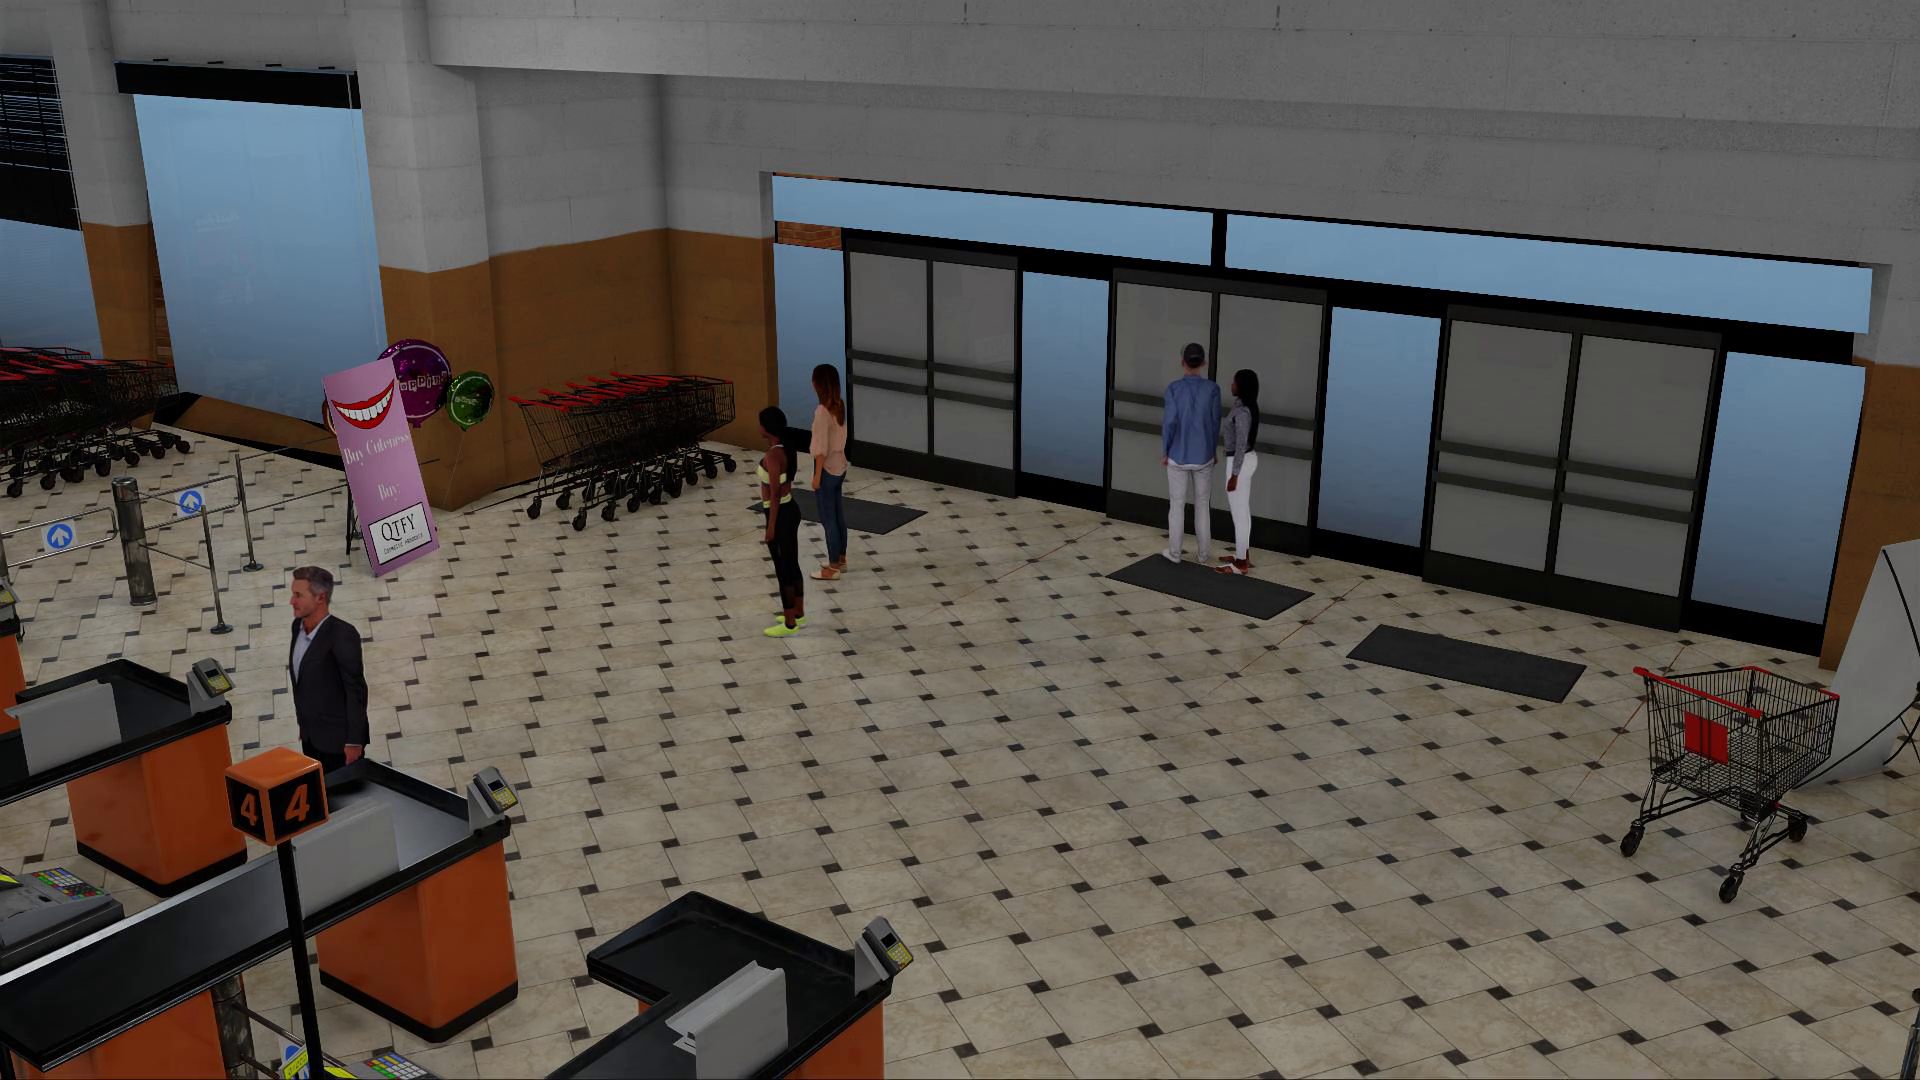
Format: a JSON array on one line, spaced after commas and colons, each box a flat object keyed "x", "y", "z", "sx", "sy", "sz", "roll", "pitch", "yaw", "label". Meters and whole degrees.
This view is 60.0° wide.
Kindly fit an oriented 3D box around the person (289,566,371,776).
[{"x": -3.354, "y": 0.997, "z": 8.856, "sx": 0.706, "sy": 1.842, "sz": 0.586, "roll": 13, "pitch": 23, "yaw": 34, "label": "person"}]

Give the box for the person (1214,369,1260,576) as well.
[{"x": 2.310, "y": -0.571, "z": 13.691, "sx": 0.706, "sy": 1.724, "sz": 0.550, "roll": 6, "pitch": 20, "yaw": 17, "label": "person"}]

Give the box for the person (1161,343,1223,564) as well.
[{"x": 1.927, "y": -0.720, "z": 13.878, "sx": 0.743, "sy": 1.887, "sz": 0.775, "roll": -1, "pitch": 19, "yaw": -2, "label": "person"}]

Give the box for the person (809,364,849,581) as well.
[{"x": -1.057, "y": -0.557, "z": 13.544, "sx": 0.707, "sy": 1.792, "sz": 0.560, "roll": 6, "pitch": 19, "yaw": 16, "label": "person"}]

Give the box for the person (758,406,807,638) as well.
[{"x": -1.315, "y": -0.139, "z": 12.364, "sx": 0.692, "sy": 1.754, "sz": 0.558, "roll": 5, "pitch": 19, "yaw": 13, "label": "person"}]
